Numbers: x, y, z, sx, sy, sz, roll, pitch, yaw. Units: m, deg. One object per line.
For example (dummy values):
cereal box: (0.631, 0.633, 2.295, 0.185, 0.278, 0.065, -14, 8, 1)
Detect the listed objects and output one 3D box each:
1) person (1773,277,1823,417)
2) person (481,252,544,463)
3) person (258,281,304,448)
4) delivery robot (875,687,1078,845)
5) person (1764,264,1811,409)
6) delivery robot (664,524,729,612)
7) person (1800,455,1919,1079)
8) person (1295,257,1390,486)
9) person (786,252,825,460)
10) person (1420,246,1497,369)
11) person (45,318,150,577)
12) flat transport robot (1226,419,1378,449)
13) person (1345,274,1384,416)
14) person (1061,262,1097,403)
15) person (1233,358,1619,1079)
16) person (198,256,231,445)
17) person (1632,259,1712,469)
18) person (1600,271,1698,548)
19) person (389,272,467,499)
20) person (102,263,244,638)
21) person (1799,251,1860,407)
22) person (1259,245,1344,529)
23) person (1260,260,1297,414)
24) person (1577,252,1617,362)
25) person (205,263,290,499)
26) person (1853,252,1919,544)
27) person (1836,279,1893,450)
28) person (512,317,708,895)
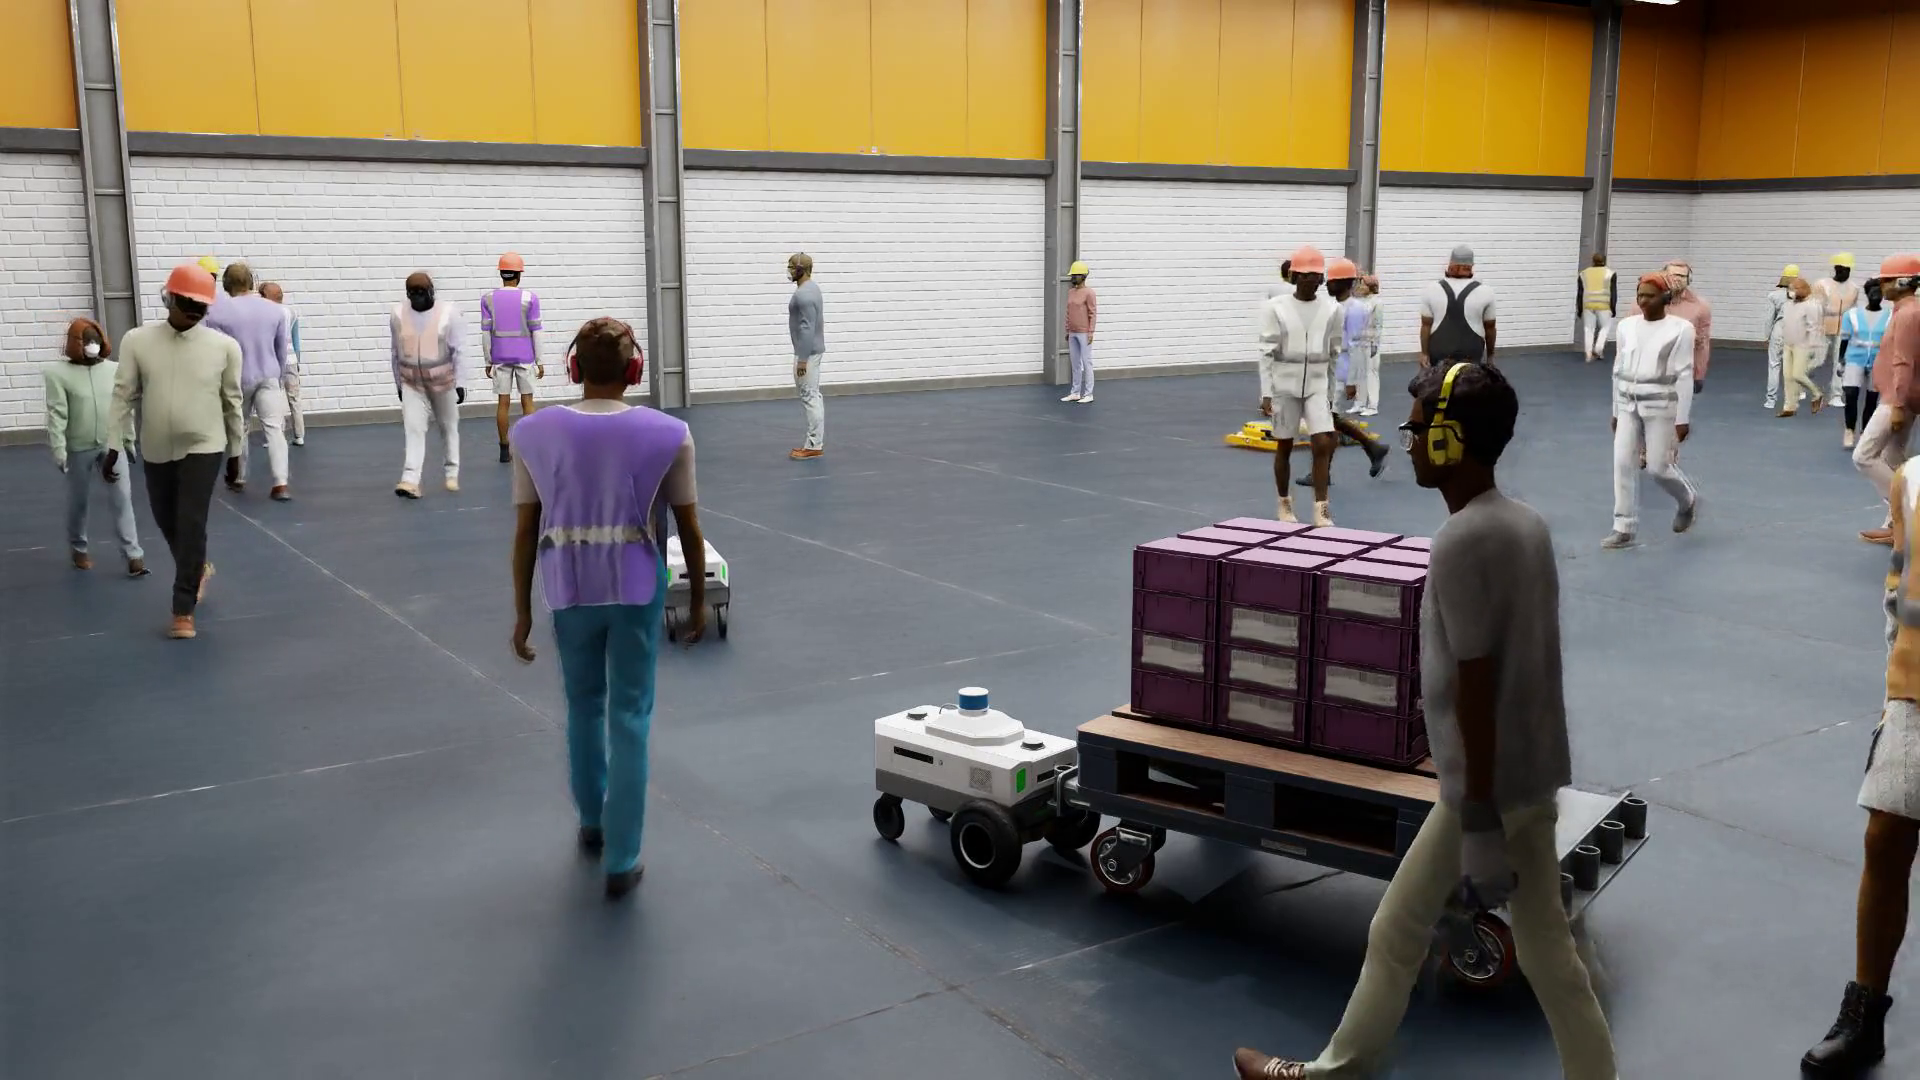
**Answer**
person: (9.673, -2.209, 19.140, 0.443, 1.622, 0.503, -3, 11, -14)
person: (-4.120, -1.681, 15.371, 0.552, 1.935, 0.370, -1, 10, -3)
person: (-6.727, -1.719, 16.393, 0.315, 1.641, 0.515, 7, 12, 33)
delivery robot: (0.044, 0.742, 5.624, 0.707, 0.478, 0.477, 9, 14, 41)
person: (10.033, -2.467, 20.214, 0.488, 1.743, 0.317, 4, 11, 22)
delivery robot: (-1.453, 0.152, 8.860, 0.477, 0.478, 0.707, -3, 11, -17)
person: (2.581, 0.384, 4.168, 0.962, 1.903, 0.555, -6, 12, -28)
person: (3.231, -1.398, 13.888, 0.777, 1.916, 0.555, -2, 10, -8)
person: (-1.442, -1.722, 15.592, 0.355, 1.937, 0.635, 0, 10, 0)
person: (4.840, -1.872, 16.135, 0.694, 2.000, 1.037, 4, 11, 22)
person: (-5.322, -0.567, 10.230, 0.523, 1.584, 0.875, -10, 14, -43)
flat transport robot: (3.436, -1.082, 16.658, 1.431, 0.197, 0.652, -6, 12, -30)
person: (4.743, -2.267, 19.394, 0.311, 1.642, 0.513, -3, 11, -17)
person: (1.491, -2.600, 20.882, 0.316, 1.767, 0.535, -7, 12, -34)
person: (1.070, 0.528, 3.600, 0.979, 1.811, 0.518, 9, 14, 41)
person: (-7.341, -1.826, 16.318, 0.593, 1.897, 0.858, -6, 12, -32)
person: (6.063, -1.459, 14.266, 0.666, 1.892, 0.535, 4, 11, 19)
person: (4.674, -0.875, 11.177, 0.734, 1.860, 0.580, -7, 12, -33)
person: (-4.248, -1.230, 13.297, 0.654, 1.783, 0.951, 0, 10, -1)
person: (-4.174, -0.507, 8.937, 0.676, 1.942, 0.983, -2, 11, -13)
person: (10.747, -2.610, 20.565, 0.587, 1.902, 0.765, 0, 10, 0)
person: (2.408, -1.036, 11.646, 0.619, 2.007, 0.914, 0, 10, -2)
person: (3.859, -2.401, 19.699, 0.530, 1.812, 1.019, 9, 13, 39)
person: (10.593, -3.870, 27.671, 0.652, 1.825, 0.450, 7, 13, 35)
person: (-5.666, -1.264, 13.296, 0.630, 1.881, 1.069, -8, 13, -37)
person: (6.269, -0.933, 11.162, 0.436, 1.973, 0.646, 6, 12, 32)
person: (8.824, -1.696, 16.146, 0.553, 1.669, 0.653, 5, 11, 25)
person: (-1.132, 0.184, 5.466, 0.603, 1.811, 0.815, -1, 10, -4)
